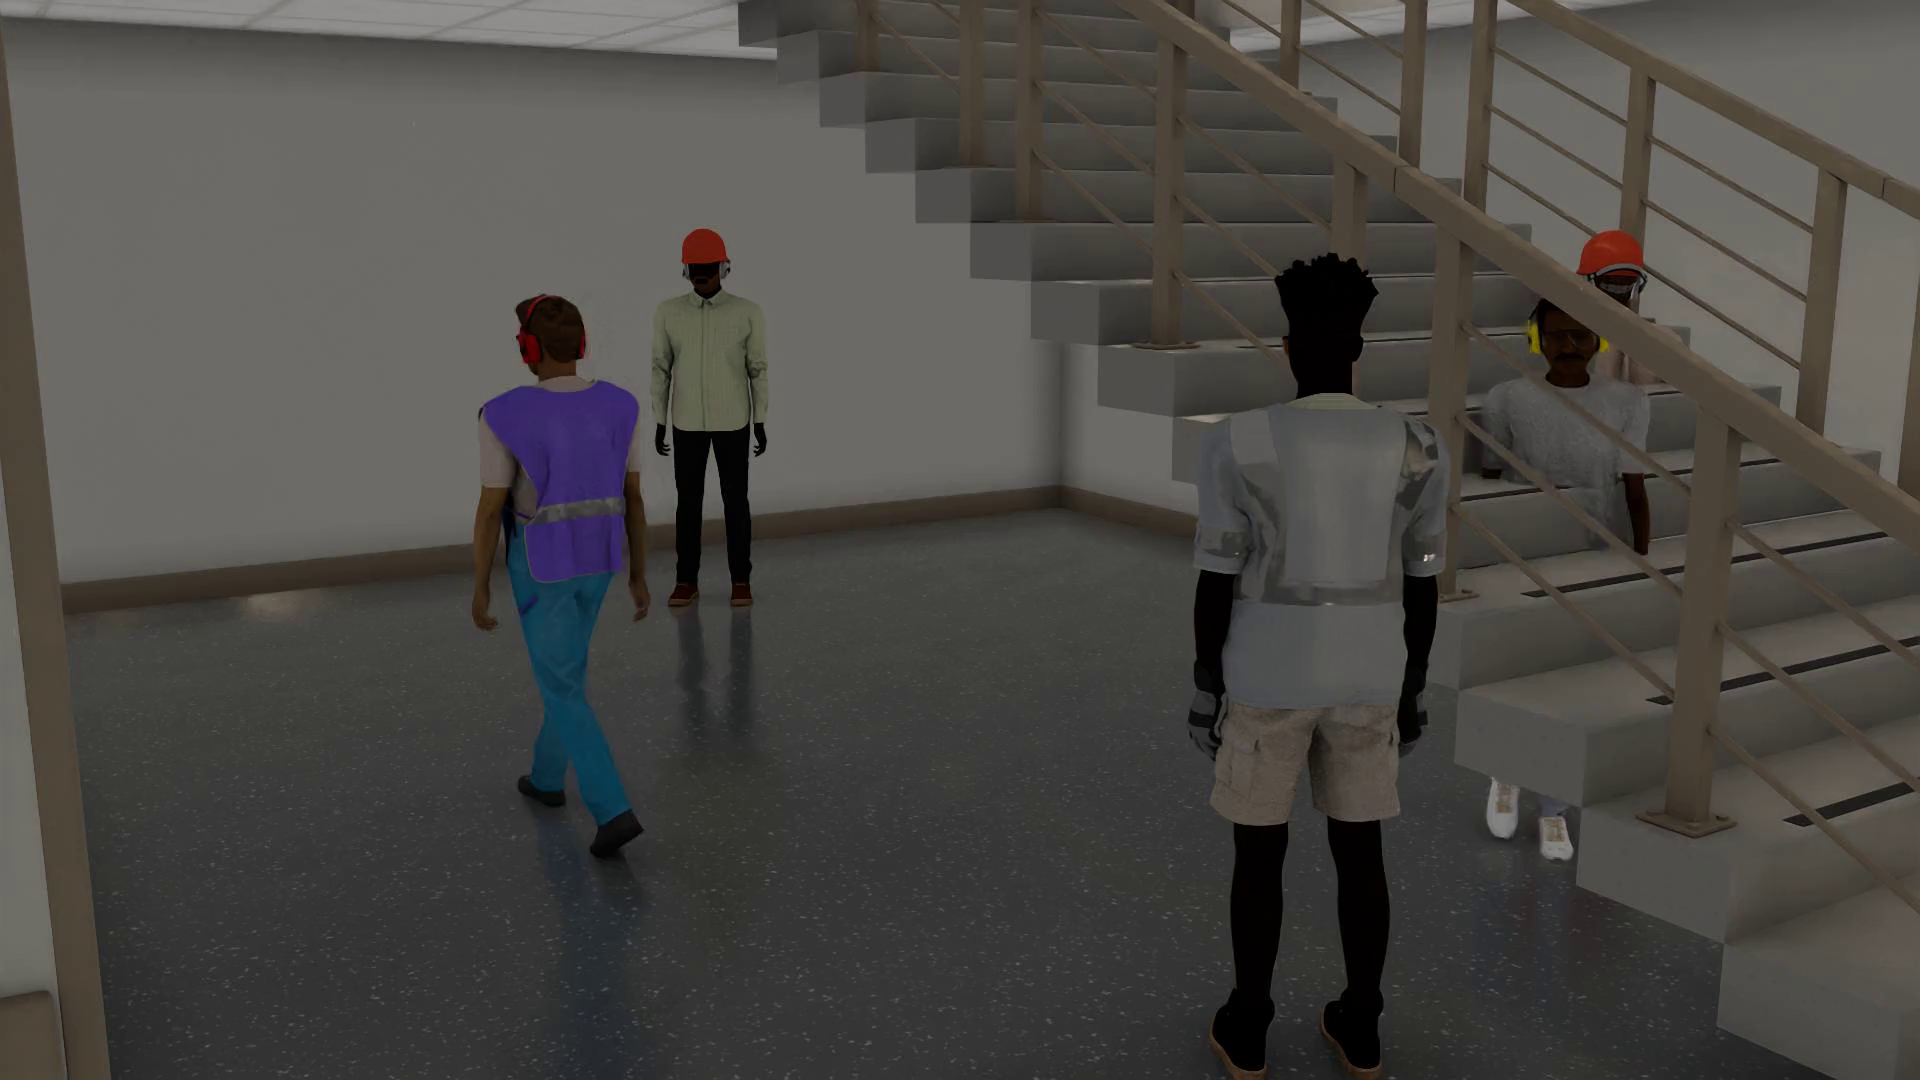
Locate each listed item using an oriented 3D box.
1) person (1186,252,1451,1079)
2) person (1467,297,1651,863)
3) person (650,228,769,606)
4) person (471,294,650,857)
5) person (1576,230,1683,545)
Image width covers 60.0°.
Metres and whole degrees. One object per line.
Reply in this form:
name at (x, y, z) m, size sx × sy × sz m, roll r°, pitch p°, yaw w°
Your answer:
person at (0.829, 0.318, 3.909) m, size 0.598 × 1.958 × 0.375 m, roll -1°, pitch 11°, yaw -8°
person at (1.889, 0.115, 5.250) m, size 0.542 × 1.849 × 0.422 m, roll 2°, pitch 11°, yaw 11°
person at (-1.323, -0.635, 8.801) m, size 0.622 × 1.992 × 0.383 m, roll 0°, pitch 11°, yaw -1°
person at (-1.289, 0.102, 5.460) m, size 0.946 × 1.800 × 0.576 m, roll 11°, pitch 15°, yaw 44°
person at (2.503, -0.204, 6.537) m, size 0.622 × 1.994 × 0.381 m, roll -2°, pitch 11°, yaw -9°
